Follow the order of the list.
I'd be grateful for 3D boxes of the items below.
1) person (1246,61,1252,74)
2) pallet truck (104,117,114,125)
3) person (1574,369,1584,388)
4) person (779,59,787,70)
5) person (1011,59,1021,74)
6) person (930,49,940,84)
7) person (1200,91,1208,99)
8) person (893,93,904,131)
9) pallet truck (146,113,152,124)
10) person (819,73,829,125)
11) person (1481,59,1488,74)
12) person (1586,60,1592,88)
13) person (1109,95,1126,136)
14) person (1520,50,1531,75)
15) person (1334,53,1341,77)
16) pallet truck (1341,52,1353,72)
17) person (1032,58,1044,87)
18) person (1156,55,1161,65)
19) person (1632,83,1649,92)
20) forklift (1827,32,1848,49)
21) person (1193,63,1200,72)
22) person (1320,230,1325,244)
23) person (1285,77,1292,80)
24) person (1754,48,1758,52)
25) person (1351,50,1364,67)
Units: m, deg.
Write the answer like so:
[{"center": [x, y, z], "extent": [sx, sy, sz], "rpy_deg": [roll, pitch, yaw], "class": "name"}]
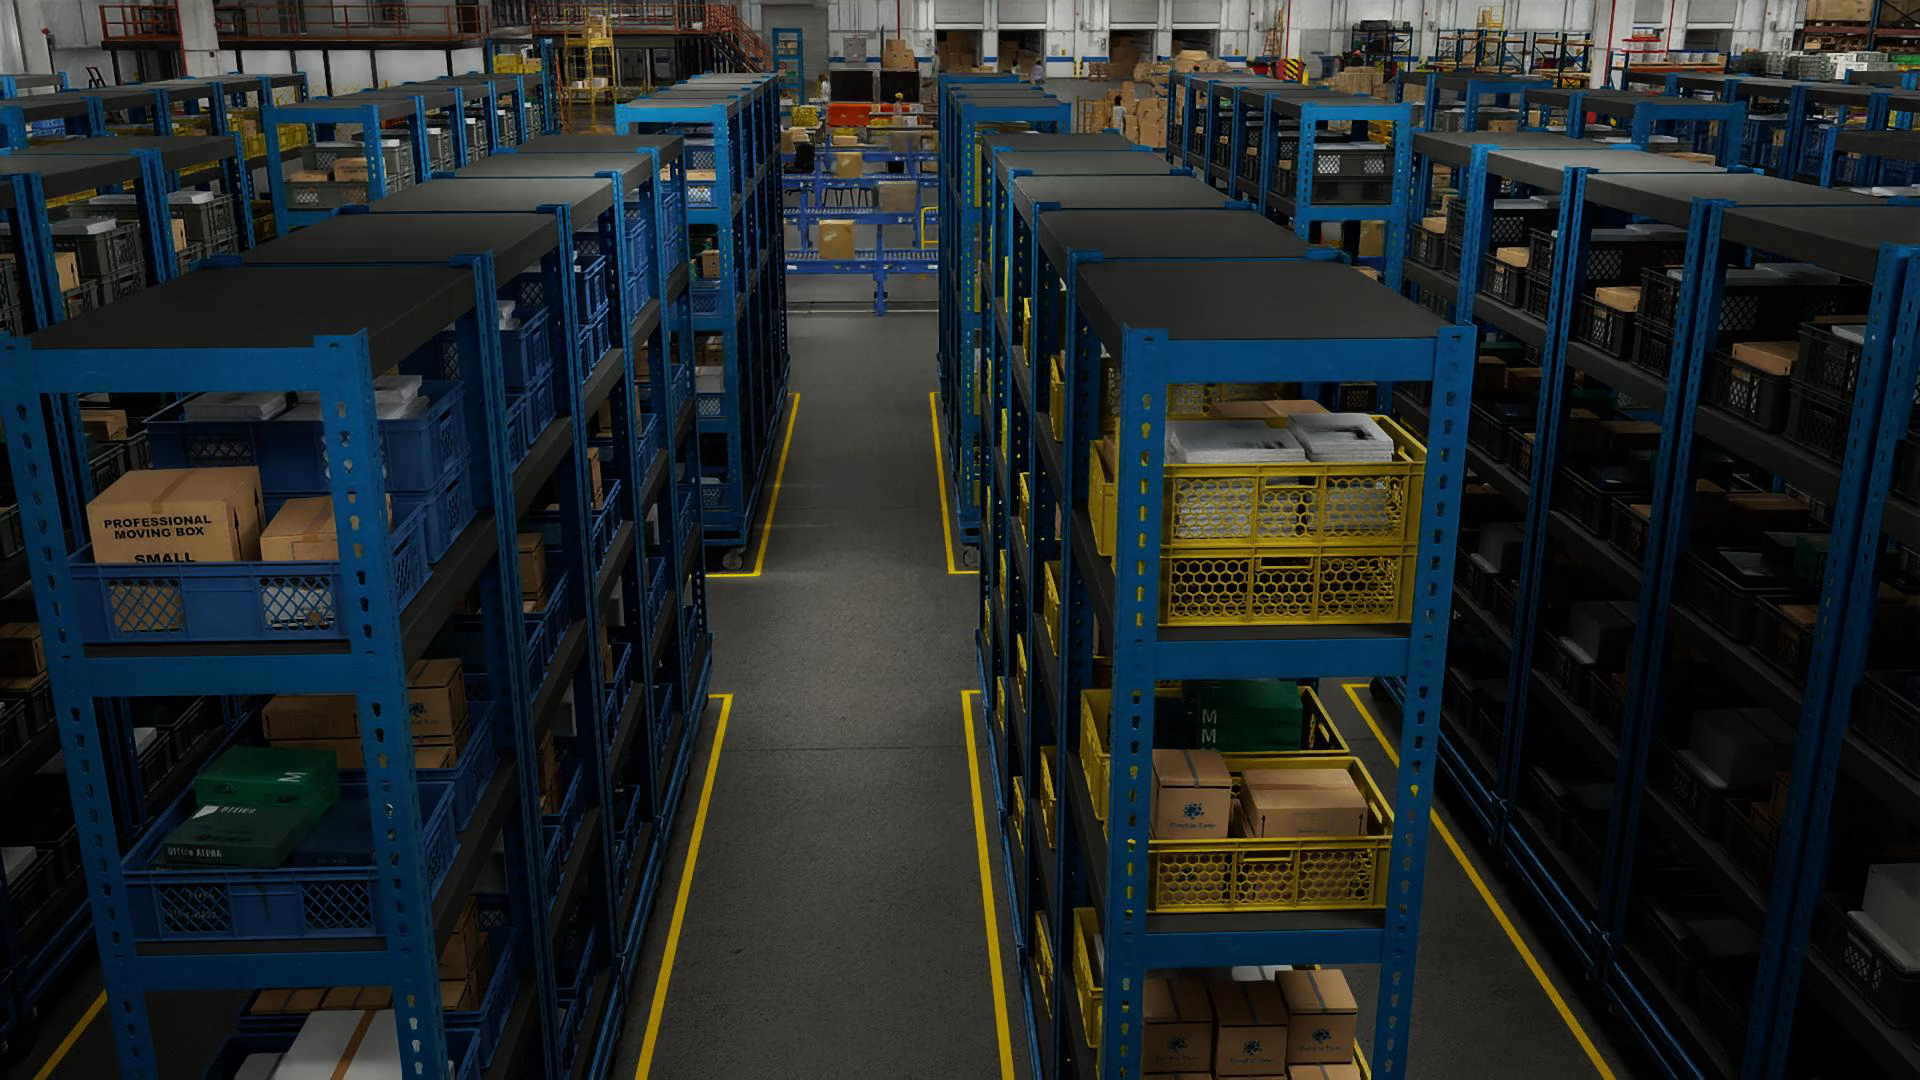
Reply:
[{"center": [12.688, -20.264, 73.621], "extent": [0.687, 1.843, 0.577], "rpy_deg": [6, 19, 19], "class": "person"}, {"center": [-18.367, -7.885, 35.078], "extent": [1.885, 1.965, 0.823], "rpy_deg": [1, 18, 2], "class": "pallet truck"}, {"center": [4.283, -0.336, 11.972], "extent": [0.563, 1.837, 0.389], "rpy_deg": [-13, 22, -34], "class": "person"}, {"center": [-9.640, -25.667, 90.206], "extent": [0.546, 1.934, 0.376], "rpy_deg": [9, 20, 27], "class": "person"}, {"center": [2.605, -21.282, 76.849], "extent": [0.785, 1.811, 0.620], "rpy_deg": [-15, 23, -40], "class": "person"}, {"center": [-1.291, -25.925, 91.074], "extent": [0.996, 1.893, 0.654], "rpy_deg": [17, 24, 42], "class": "person"}, {"center": [8.351, -15.186, 57.600], "extent": [0.746, 2.000, 0.536], "rpy_deg": [5, 18, 14], "class": "person"}, {"center": [-1.836, -12.355, 49.298], "extent": [0.346, 1.758, 0.526], "rpy_deg": [-7, 19, -20], "class": "person"}, {"center": [-18.087, -8.309, 36.390], "extent": [1.885, 1.965, 0.823], "rpy_deg": [-1, 18, -4], "class": "pallet truck"}, {"center": [-5.066, -16.016, 60.483], "extent": [0.955, 1.837, 0.603], "rpy_deg": [3, 18, 9], "class": "person"}, {"center": [25.578, -22.599, 81.085], "extent": [0.878, 1.701, 0.497], "rpy_deg": [-2, 18, -6], "class": "person"}, {"center": [28.844, -21.073, 76.149], "extent": [0.527, 1.830, 0.388], "rpy_deg": [16, 24, 41], "class": "person"}, {"center": [4.372, -11.398, 46.161], "extent": [0.526, 1.868, 0.314], "rpy_deg": [8, 19, 22], "class": "person"}, {"center": [30.522, -25.504, 89.859], "extent": [0.631, 1.855, 0.623], "rpy_deg": [-15, 23, -39], "class": "person"}, {"center": [20.181, -25.059, 88.612], "extent": [0.685, 1.739, 0.553], "rpy_deg": [10, 21, 29], "class": "person"}, {"center": [18.794, -23.123, 82.231], "extent": [0.823, 1.965, 1.885], "rpy_deg": [-13, 22, -35], "class": "pallet truck"}, {"center": [3.596, -21.163, 76.388], "extent": [1.042, 1.865, 0.617], "rpy_deg": [-14, 23, -37], "class": "person"}, {"center": [10.244, -24.160, 85.923], "extent": [0.321, 1.696, 0.537], "rpy_deg": [-2, 18, -5], "class": "person"}, {"center": [24.411, -15.852, 59.781], "extent": [0.364, 1.964, 0.612], "rpy_deg": [-13, 22, -35], "class": "person"}, {"center": [46.023, -25.321, 87.619], "extent": [1.129, 2.768, 1.873], "rpy_deg": [-1, 18, -2], "class": "forklift"}, {"center": [9.297, -17.764, 65.601], "extent": [0.601, 2.035, 0.412], "rpy_deg": [3, 18, 10], "class": "person"}, {"center": [3.795, -2.436, 18.220], "extent": [0.613, 1.994, 0.395], "rpy_deg": [-8, 20, -23], "class": "person"}, {"center": [10.817, -14.357, 55.234], "extent": [0.577, 1.930, 0.451], "rpy_deg": [-15, 23, -39], "class": "person"}, {"center": [43.706, -26.114, 91.637], "extent": [0.585, 1.906, 0.544], "rpy_deg": [9, 20, 26], "class": "person"}, {"center": [20.274, -24.004, 84.961], "extent": [0.611, 1.996, 0.378], "rpy_deg": [10, 20, 28], "class": "person"}]
